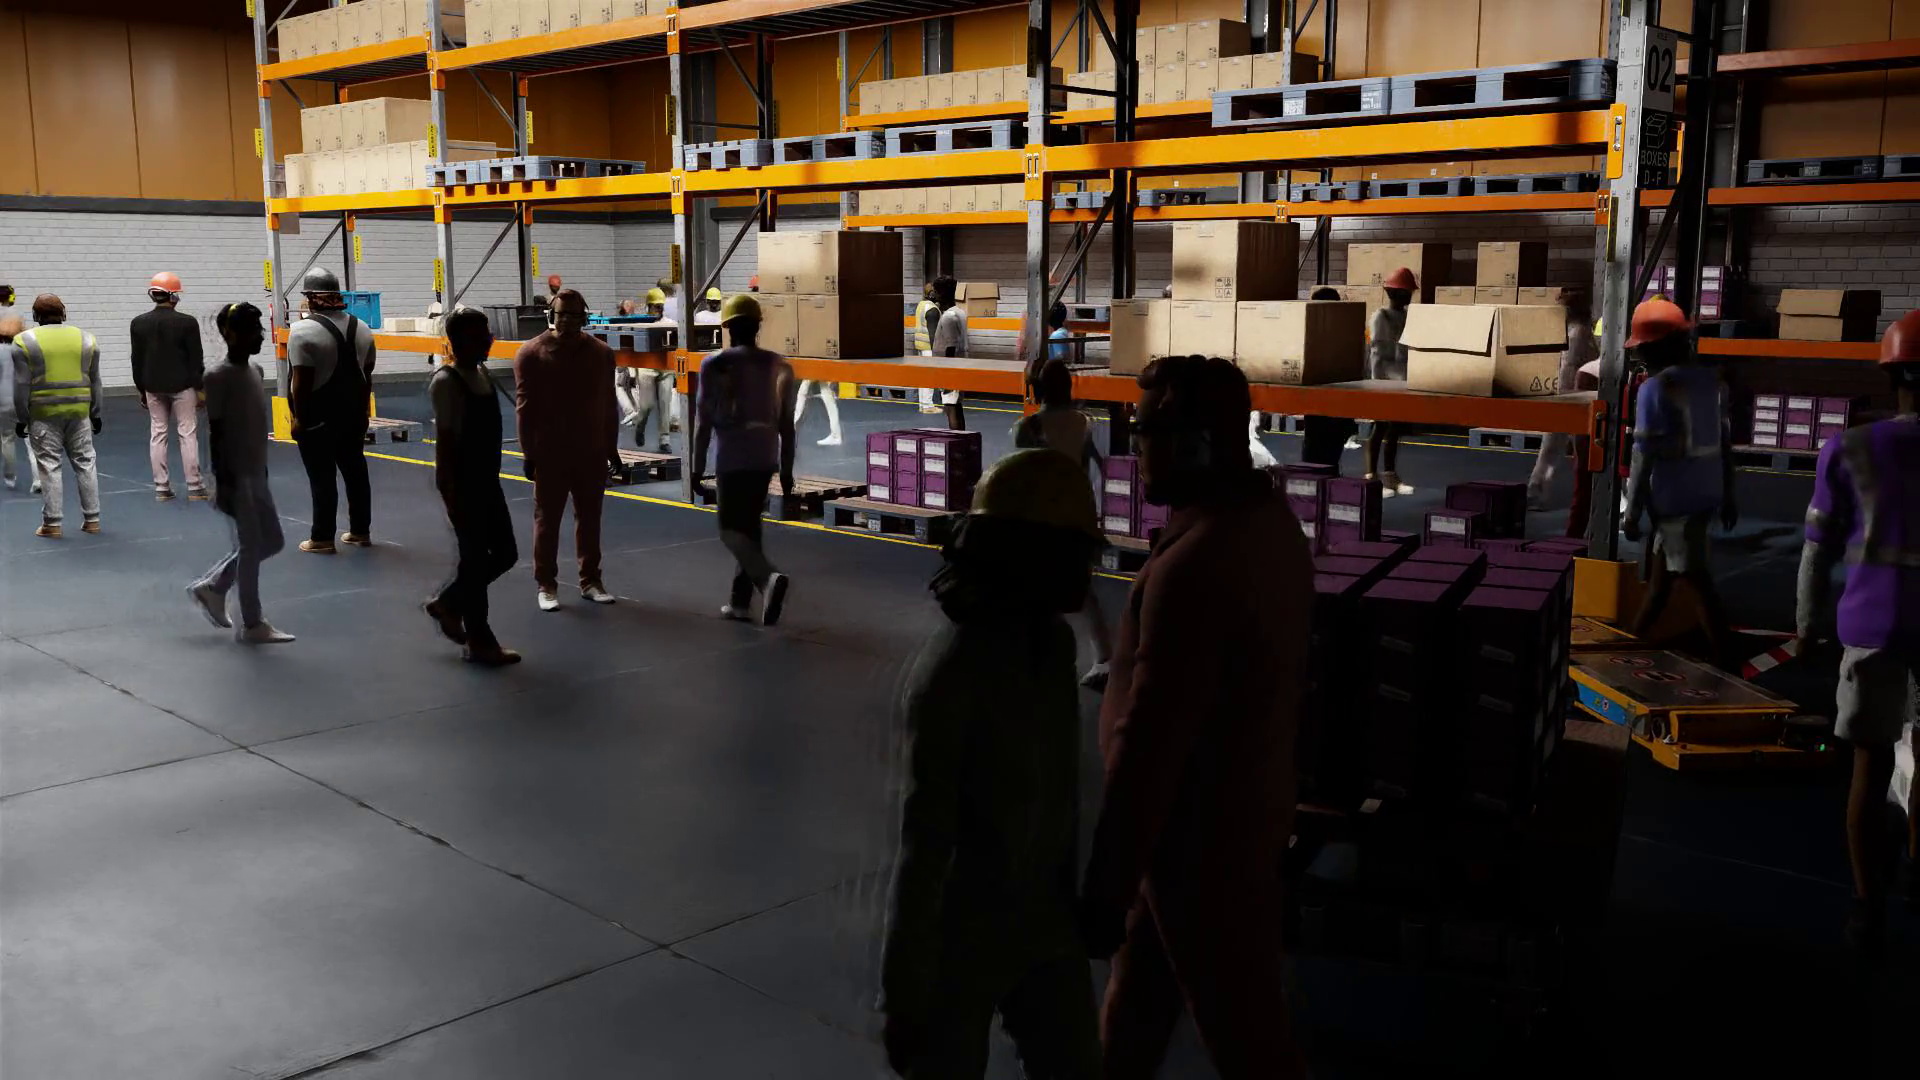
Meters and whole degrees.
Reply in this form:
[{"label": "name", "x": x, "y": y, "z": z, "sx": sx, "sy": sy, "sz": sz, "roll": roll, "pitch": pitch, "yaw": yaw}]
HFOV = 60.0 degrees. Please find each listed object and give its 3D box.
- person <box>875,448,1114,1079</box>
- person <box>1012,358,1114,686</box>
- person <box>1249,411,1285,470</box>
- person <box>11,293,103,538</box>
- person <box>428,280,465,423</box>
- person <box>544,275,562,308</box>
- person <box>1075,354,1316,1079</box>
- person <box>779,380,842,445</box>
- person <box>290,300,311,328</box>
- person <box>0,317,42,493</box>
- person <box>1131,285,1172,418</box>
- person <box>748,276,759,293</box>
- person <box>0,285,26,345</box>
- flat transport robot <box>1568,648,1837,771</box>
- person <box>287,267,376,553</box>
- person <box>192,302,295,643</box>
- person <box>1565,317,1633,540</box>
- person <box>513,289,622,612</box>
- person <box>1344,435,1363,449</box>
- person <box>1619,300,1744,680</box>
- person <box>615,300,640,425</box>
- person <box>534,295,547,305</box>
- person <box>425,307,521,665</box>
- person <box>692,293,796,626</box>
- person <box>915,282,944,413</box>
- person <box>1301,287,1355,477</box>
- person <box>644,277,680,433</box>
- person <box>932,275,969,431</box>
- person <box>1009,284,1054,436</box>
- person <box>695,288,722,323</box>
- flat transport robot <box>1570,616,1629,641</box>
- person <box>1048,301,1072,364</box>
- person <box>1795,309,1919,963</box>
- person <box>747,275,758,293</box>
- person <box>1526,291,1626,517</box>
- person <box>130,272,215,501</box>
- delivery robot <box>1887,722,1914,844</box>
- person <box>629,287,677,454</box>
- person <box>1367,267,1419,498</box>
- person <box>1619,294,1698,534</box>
[{"label": "person", "x": 0.065, "y": 0.704, "z": 2.892, "sx": 0.344, "sy": 1.718, "sz": 0.605, "roll": 7, "pitch": 11, "yaw": 36}, {"label": "person", "x": 0.469, "y": -0.092, "z": 8.139, "sx": 0.524, "sy": 1.598, "sz": 0.877, "roll": -7, "pitch": 11, "yaw": -35}, {"label": "person", "x": 2.615, "y": -1.232, "z": 14.356, "sx": 0.575, "sy": 1.859, "sz": 0.804, "roll": -7, "pitch": 12, "yaw": -37}, {"label": "person", "x": -6.822, "y": -0.939, "z": 12.582, "sx": 0.429, "sy": 1.840, "sz": 0.636, "roll": 8, "pitch": 12, "yaw": 40}, {"label": "person", "x": -6.742, "y": -2.493, "z": 21.842, "sx": 0.586, "sy": 1.928, "sz": 0.365, "roll": 3, "pitch": 10, "yaw": 19}, {"label": "person", "x": -7.080, "y": -3.710, "z": 29.372, "sx": 0.565, "sy": 1.892, "sz": 0.931, "roll": -8, "pitch": 12, "yaw": -42}, {"label": "person", "x": 0.422, "y": 0.567, "z": 3.300, "sx": 0.911, "sy": 1.856, "sz": 0.657, "roll": 4, "pitch": 10, "yaw": 21}, {"label": "person", "x": -1.764, "y": -2.002, "z": 19.113, "sx": 0.915, "sy": 1.828, "sz": 0.558, "roll": 3, "pitch": 10, "yaw": 16}, {"label": "person", "x": -8.186, "y": -2.212, "z": 21.021, "sx": 0.501, "sy": 1.631, "sz": 0.287, "roll": -2, "pitch": 10, "yaw": -14}, {"label": "person", "x": -8.565, "y": -1.218, "z": 15.094, "sx": 0.542, "sy": 1.584, "sz": 0.873, "roll": -7, "pitch": 12, "yaw": -37}, {"label": "person", "x": 1.739, "y": -1.188, "z": 13.996, "sx": 0.675, "sy": 1.878, "sz": 0.731, "roll": -8, "pitch": 12, "yaw": -40}, {"label": "person", "x": -3.064, "y": -3.167, "z": 26.013, "sx": 0.580, "sy": 1.923, "sz": 0.558, "roll": 8, "pitch": 12, "yaw": 40}, {"label": "person", "x": -12.369, "y": -2.405, "z": 21.661, "sx": 0.542, "sy": 1.825, "sz": 0.989, "roll": 1, "pitch": 9, "yaw": 7}, {"label": "flat transport robot", "x": 3.109, "y": 0.708, "z": 7.281, "sx": 0.652, "sy": 0.197, "sz": 1.431, "roll": -1, "pitch": 9, "yaw": -4}, {"label": "person", "x": -4.551, "y": -0.932, "z": 11.926, "sx": 0.539, "sy": 2.000, "sz": 0.689, "roll": 5, "pitch": 11, "yaw": 28}, {"label": "person", "x": -3.916, "y": -0.350, "z": 8.952, "sx": 0.525, "sy": 1.855, "sz": 0.507, "roll": 1, "pitch": 9, "yaw": 8}, {"label": "person", "x": 4.028, "y": -0.544, "z": 10.399, "sx": 0.527, "sy": 1.767, "sz": 0.319, "roll": -6, "pitch": 11, "yaw": -33}, {"label": "person", "x": -2.311, "y": -0.537, "z": 9.930, "sx": 0.642, "sy": 1.905, "sz": 0.399, "roll": -7, "pitch": 11, "yaw": -35}, {"label": "person", "x": 4.280, "y": -1.854, "z": 18.950, "sx": 0.511, "sy": 1.593, "sz": 0.841, "roll": -8, "pitch": 12, "yaw": -41}, {"label": "person", "x": 3.399, "y": -0.203, "z": 7.983, "sx": 0.610, "sy": 1.867, "sz": 0.978, "roll": -6, "pitch": 11, "yaw": -34}, {"label": "person", "x": -4.288, "y": -2.280, "z": 21.458, "sx": 0.381, "sy": 1.625, "sz": 0.538, "roll": 4, "pitch": 10, "yaw": 22}, {"label": "person", "x": -5.478, "y": -2.359, "z": 21.817, "sx": 0.434, "sy": 1.710, "sz": 0.567, "roll": 5, "pitch": 11, "yaw": 29}, {"label": "person", "x": -2.533, "y": -0.266, "z": 8.486, "sx": 0.502, "sy": 1.829, "sz": 0.514, "roll": 3, "pitch": 10, "yaw": 18}, {"label": "person", "x": -1.156, "y": -0.435, "z": 9.344, "sx": 0.642, "sy": 1.886, "sz": 0.778, "roll": -7, "pitch": 12, "yaw": -36}, {"label": "person", "x": -0.408, "y": -2.688, "z": 23.346, "sx": 0.431, "sy": 1.836, "sz": 0.618, "roll": -3, "pitch": 10, "yaw": -16}, {"label": "person", "x": 2.767, "y": -0.915, "z": 12.276, "sx": 0.590, "sy": 1.896, "sz": 0.607, "roll": -6, "pitch": 11, "yaw": -34}, {"label": "person", "x": -3.711, "y": -2.306, "z": 20.736, "sx": 0.653, "sy": 1.904, "sz": 0.875, "roll": -9, "pitch": 13, "yaw": -44}, {"label": "person", "x": -0.105, "y": -1.726, "z": 17.046, "sx": 0.380, "sy": 1.959, "sz": 0.603, "roll": 2, "pitch": 9, "yaw": 11}, {"label": "person", "x": 0.812, "y": -2.055, "z": 19.037, "sx": 0.942, "sy": 1.957, "sz": 0.652, "roll": 8, "pitch": 12, "yaw": 40}, {"label": "person", "x": -3.385, "y": -2.595, "z": 22.966, "sx": 0.535, "sy": 1.766, "sz": 0.317, "roll": -5, "pitch": 10, "yaw": -26}, {"label": "flat transport robot", "x": 2.712, "y": 0.546, "z": 8.276, "sx": 1.431, "sy": 0.197, "sz": 0.652, "roll": -1, "pitch": 9, "yaw": -9}, {"label": "person", "x": 1.024, "y": -1.646, "z": 17.353, "sx": 0.322, "sy": 1.696, "sz": 0.530, "roll": 1, "pitch": 9, "yaw": 5}, {"label": "person", "x": 2.875, "y": 0.263, "z": 5.043, "sx": 0.613, "sy": 1.895, "sz": 0.875, "roll": 4, "pitch": 10, "yaw": 23}, {"label": "person", "x": -3.468, "y": -3.658, "z": 28.954, "sx": 0.631, "sy": 1.939, "sz": 0.369, "roll": -4, "pitch": 10, "yaw": -21}, {"label": "person", "x": 5.016, "y": -1.102, "z": 13.591, "sx": 1.010, "sy": 1.850, "sz": 0.655, "roll": 4, "pitch": 10, "yaw": 24}, {"label": "person", "x": -6.880, "y": -1.331, "z": 14.510, "sx": 0.612, "sy": 1.995, "sz": 0.393, "roll": 0, "pitch": 9, "yaw": 0}, {"label": "delivery robot", "x": 3.321, "y": 0.799, "z": 5.568, "sx": 0.477, "sy": 0.478, "sz": 0.707, "roll": 4, "pitch": 10, "yaw": 21}, {"label": "person", "x": -3.362, "y": -1.861, "z": 18.285, "sx": 0.609, "sy": 1.820, "sz": 0.541, "roll": -5, "pitch": 11, "yaw": -30}, {"label": "person", "x": 3.866, "y": -1.400, "z": 14.793, "sx": 0.388, "sy": 2.041, "sz": 0.611, "roll": 9, "pitch": 13, "yaw": 43}, {"label": "person", "x": 5.245, "y": -0.937, "z": 12.597, "sx": 0.600, "sy": 1.829, "sz": 0.404, "roll": 0, "pitch": 9, "yaw": 2}]
